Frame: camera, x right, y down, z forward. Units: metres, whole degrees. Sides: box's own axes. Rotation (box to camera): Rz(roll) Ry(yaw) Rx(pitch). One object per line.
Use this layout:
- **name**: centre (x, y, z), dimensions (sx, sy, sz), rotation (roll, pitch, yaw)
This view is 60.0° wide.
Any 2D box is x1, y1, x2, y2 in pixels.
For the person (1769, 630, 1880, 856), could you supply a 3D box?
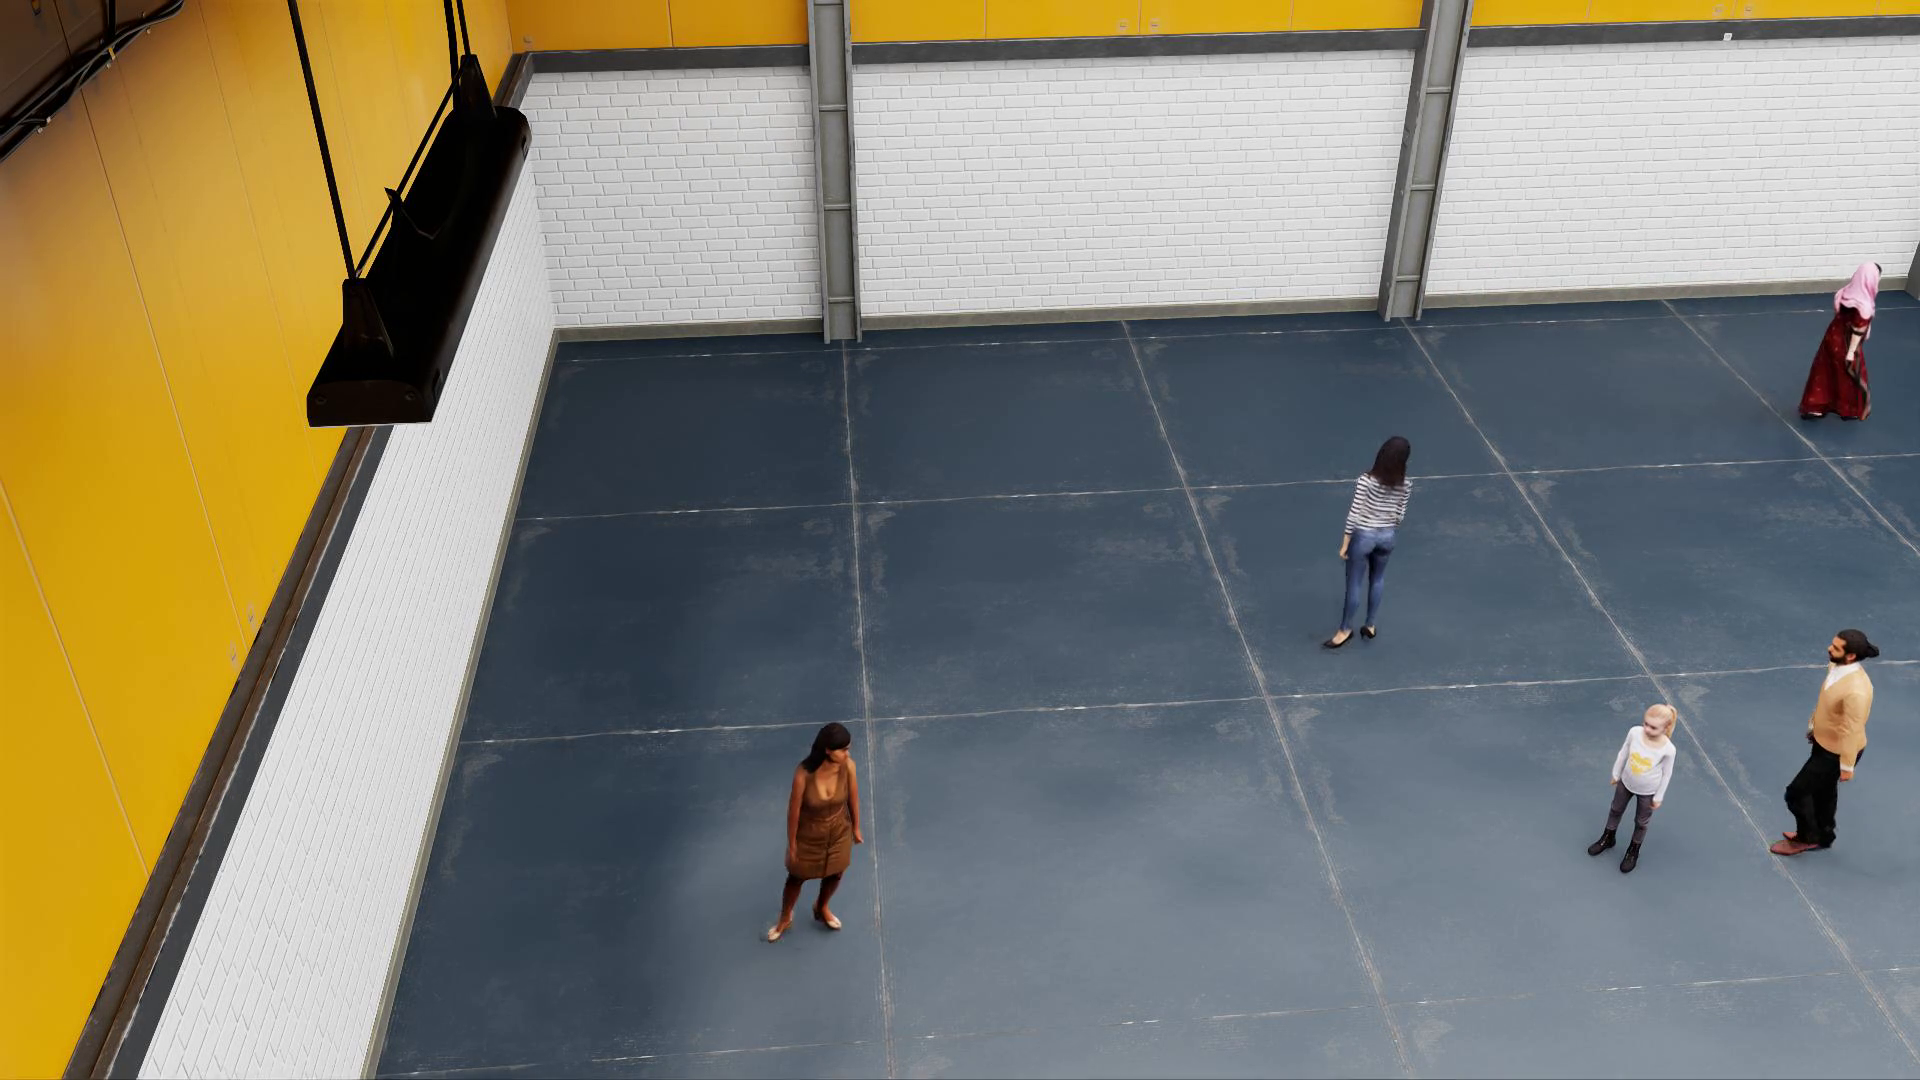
- **person**: centre (5.699, 1.352, 10.706), dimensions (0.795, 1.727, 0.778), rotation (8, 34, 11)

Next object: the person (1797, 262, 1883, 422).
- **person**: centre (8.221, -1.850, 15.601), dimensions (0.905, 1.640, 0.710), rotation (0, 34, 0)

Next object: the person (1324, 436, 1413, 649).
- **person**: centre (3.076, 0.056, 12.611), dimensions (0.501, 1.777, 0.797), rotation (-15, 36, -21)

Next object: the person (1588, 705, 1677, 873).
- **person**: centre (4.406, 1.578, 10.772), dimensions (0.628, 1.278, 0.579), rotation (-28, 43, -35)

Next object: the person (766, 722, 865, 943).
- **person**: centre (-0.886, 1.791, 10.118), dimensions (0.581, 1.646, 0.889), rotation (-5, 34, -7)
